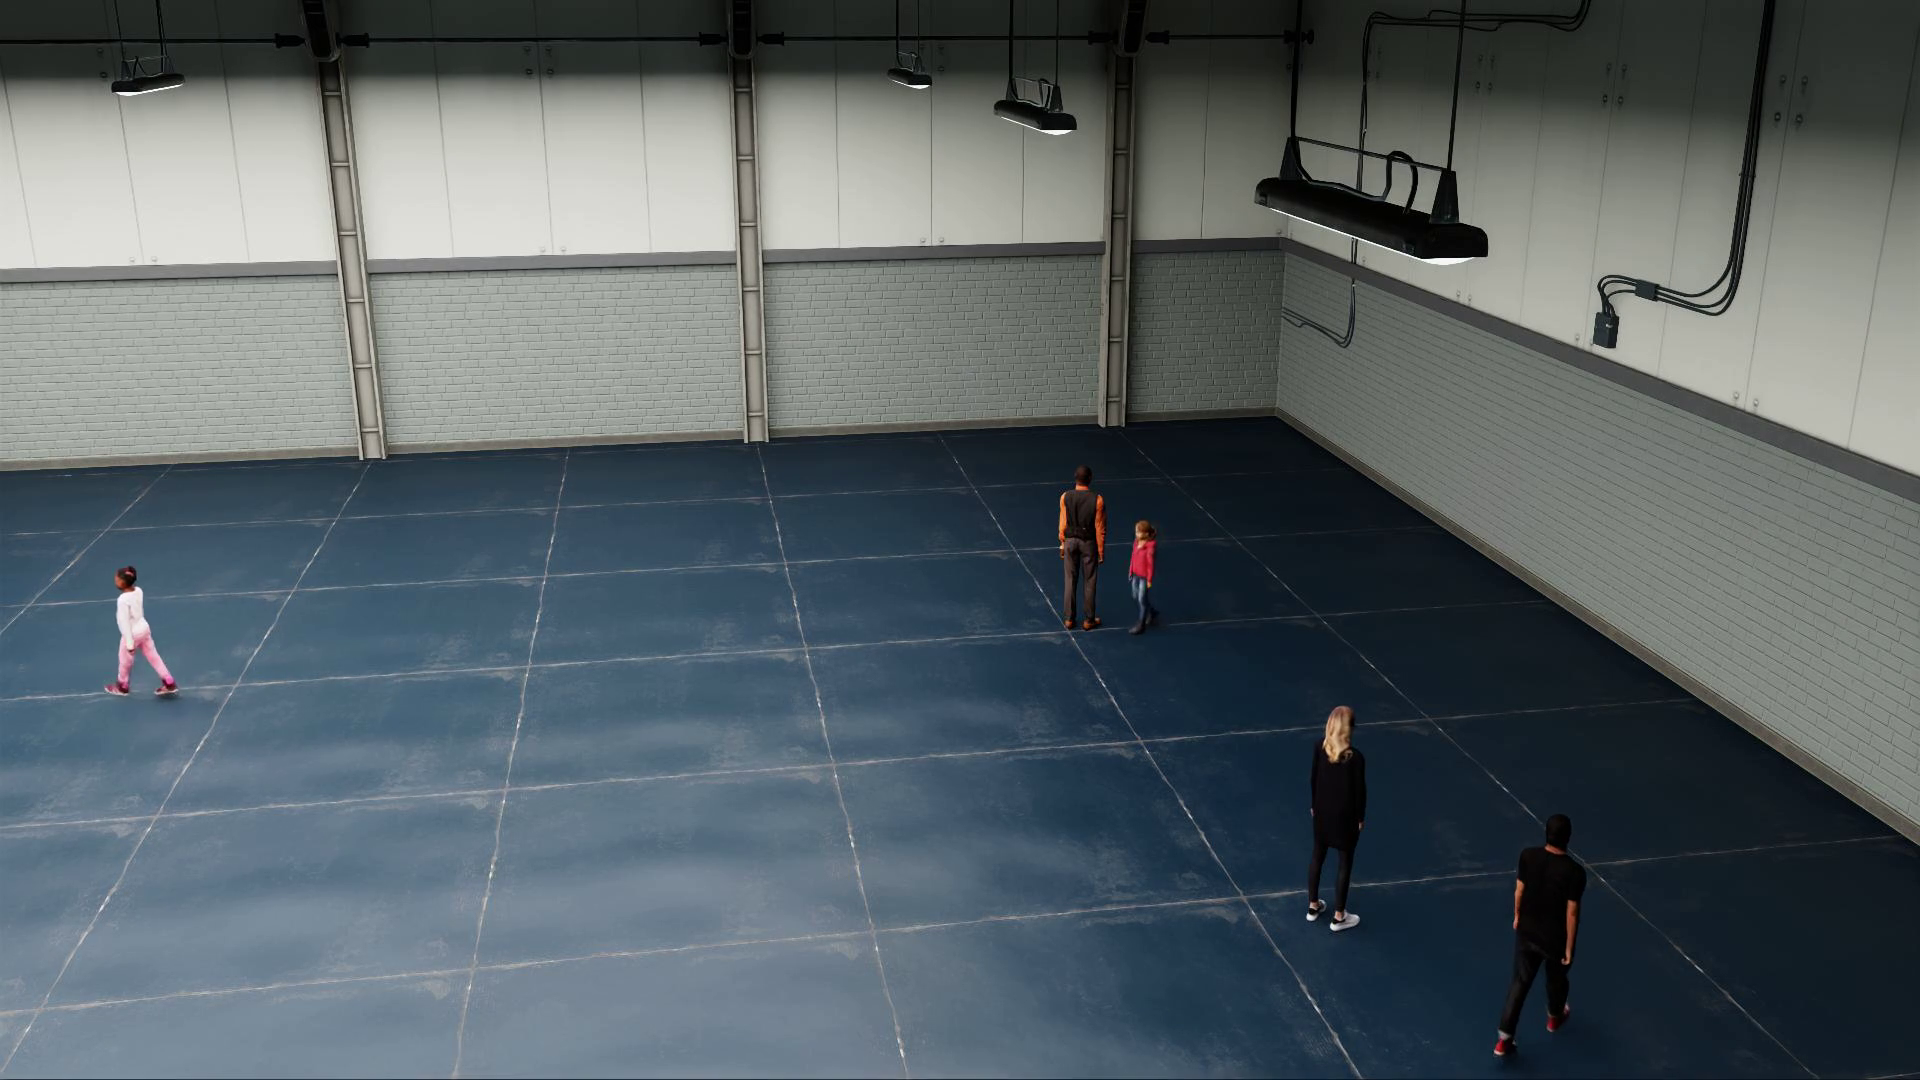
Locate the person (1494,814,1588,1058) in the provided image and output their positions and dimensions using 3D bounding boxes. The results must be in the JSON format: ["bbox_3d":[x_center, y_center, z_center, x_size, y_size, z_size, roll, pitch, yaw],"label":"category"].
[{"bbox_3d":[3.882,2.685,11.167,1.084,1.725,1.217,15,24,39],"label":"person"}]

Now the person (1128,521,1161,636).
[{"bbox_3d":[2.113,0.397,18.869,0.777,1.307,0.626,-9,20,-26],"label":"person"}]

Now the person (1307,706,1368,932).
[{"bbox_3d":[2.882,2.123,12.771,0.692,1.800,0.675,-17,25,-42],"label":"person"}]

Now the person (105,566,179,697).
[{"bbox_3d":[-8.346,0.958,16.974,1.071,1.412,0.788,3,18,9],"label":"person"}]

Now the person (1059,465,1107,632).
[{"bbox_3d":[1.376,0.079,18.875,0.719,1.908,0.852,5,19,16],"label":"person"}]
